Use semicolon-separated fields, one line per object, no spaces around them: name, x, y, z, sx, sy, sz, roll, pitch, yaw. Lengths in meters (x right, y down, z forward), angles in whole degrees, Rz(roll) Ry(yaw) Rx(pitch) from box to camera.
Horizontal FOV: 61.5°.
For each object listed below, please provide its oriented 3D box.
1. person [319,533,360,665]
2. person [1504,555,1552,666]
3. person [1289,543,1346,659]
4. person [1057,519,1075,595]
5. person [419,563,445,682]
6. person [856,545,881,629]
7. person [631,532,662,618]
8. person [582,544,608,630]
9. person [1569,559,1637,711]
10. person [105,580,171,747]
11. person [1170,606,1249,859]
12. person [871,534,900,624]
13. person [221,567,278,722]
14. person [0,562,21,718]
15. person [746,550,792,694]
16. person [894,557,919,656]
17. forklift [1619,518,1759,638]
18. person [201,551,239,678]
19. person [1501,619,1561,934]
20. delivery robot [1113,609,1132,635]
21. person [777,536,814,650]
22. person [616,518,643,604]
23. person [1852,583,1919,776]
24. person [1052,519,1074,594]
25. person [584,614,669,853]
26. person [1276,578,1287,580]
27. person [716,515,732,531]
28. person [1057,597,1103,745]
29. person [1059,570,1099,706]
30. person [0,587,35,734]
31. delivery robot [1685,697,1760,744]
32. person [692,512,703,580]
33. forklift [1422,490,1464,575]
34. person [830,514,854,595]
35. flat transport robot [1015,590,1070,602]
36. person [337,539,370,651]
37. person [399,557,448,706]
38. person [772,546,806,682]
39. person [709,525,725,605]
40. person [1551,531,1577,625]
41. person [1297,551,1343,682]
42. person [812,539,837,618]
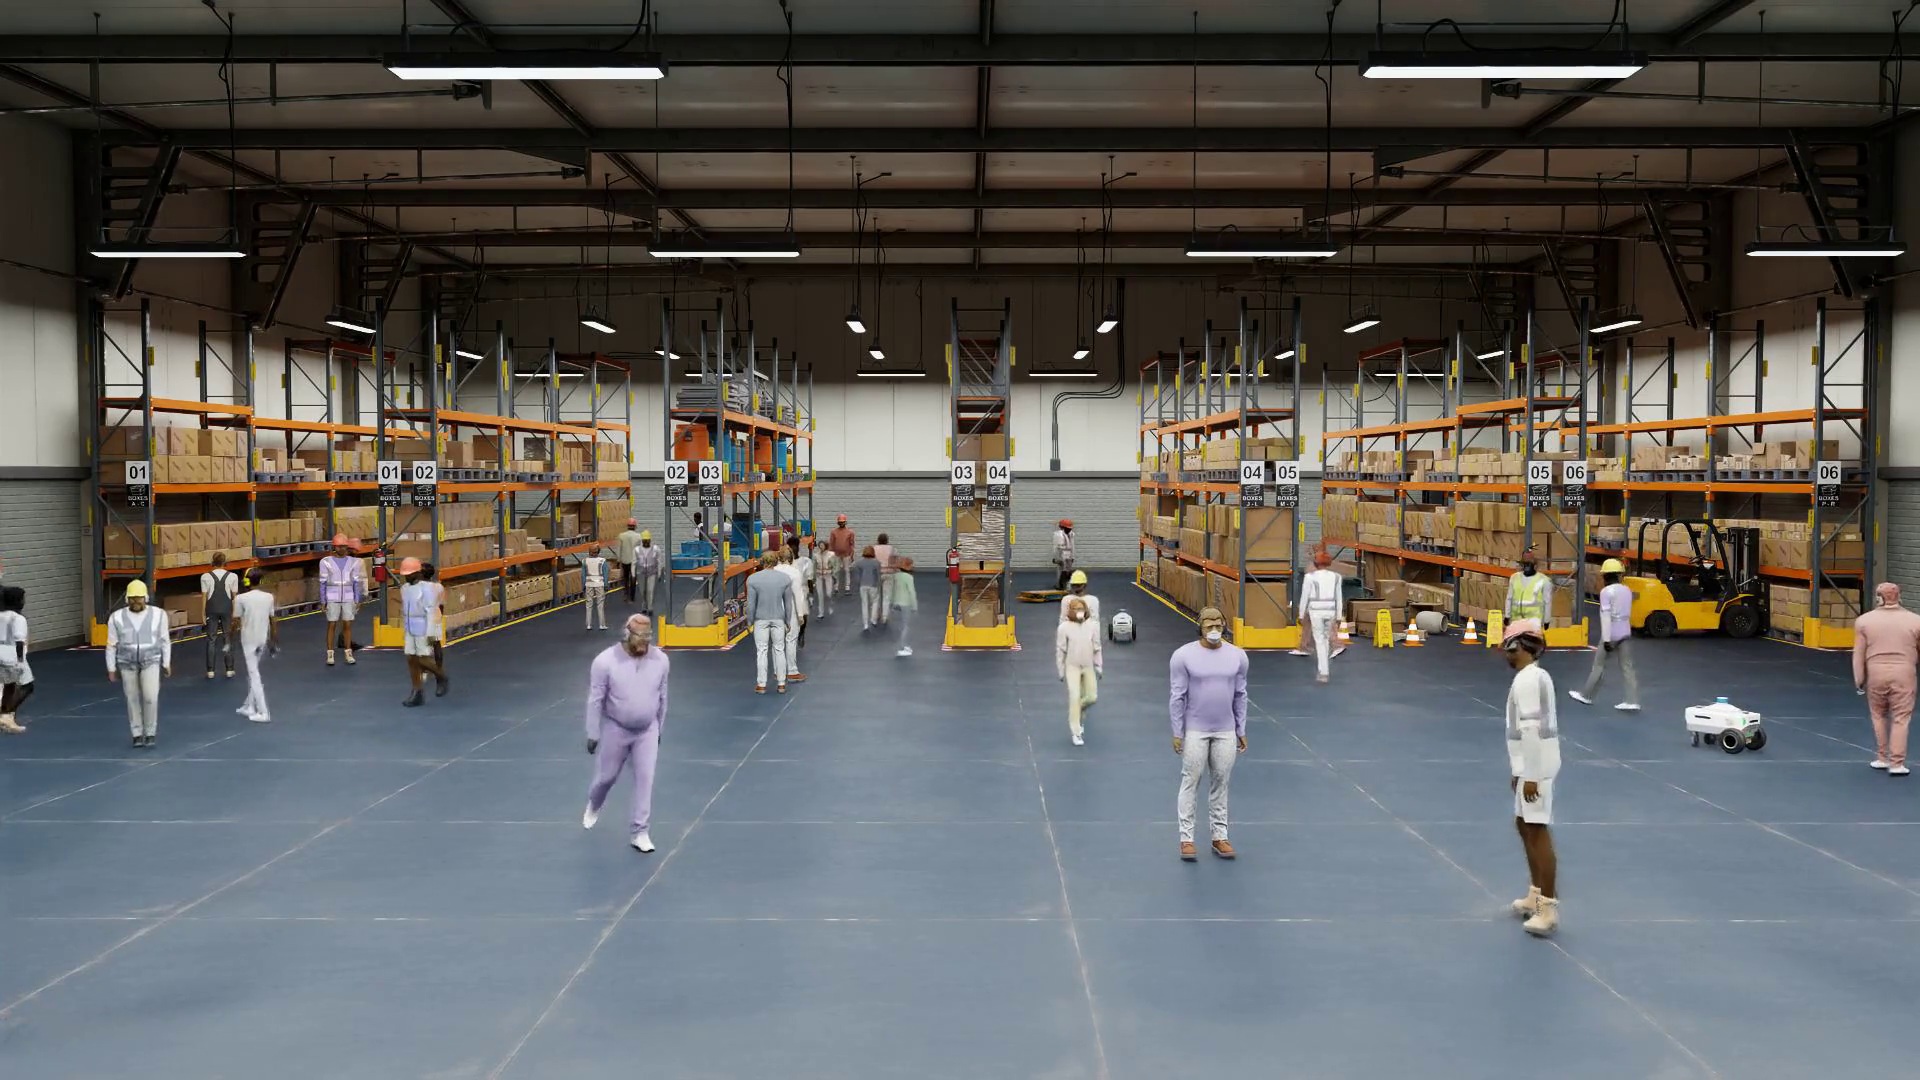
person;-9.665;0.919;25.184;0.608;2.048;0.365;-1;3;-33
person;8.280;1.107;23.476;0.898;1.808;0.623;-2;3;-44
person;5.813;0.975;26.149;0.972;1.867;0.650;1;3;31
person;2.554;0.443;38.959;0.466;1.900;0.609;1;3;26
person;-7.610;1.175;23.074;0.320;1.697;0.532;2;3;41
person;-1.749;0.902;30.992;0.502;1.617;0.493;0;2;5
person;-6.534;0.716;33.611;0.618;1.776;0.965;0;2;-8
person;-6.948;0.899;30.743;0.510;1.640;0.308;0;2;4
person;8.169;1.185;20.373;0.612;1.881;0.960;-1;3;-30
person;-8.849;1.343;17.379;0.627;1.808;0.703;-1;2;-23
person;1.930;1.477;12.465;0.629;1.940;0.376;0;2;-10
person;-1.528;0.767;32.269;0.636;1.786;0.995;0;2;3
person;-8.613;1.250;19.477;0.811;1.840;0.509;1;3;29
person;-11.687;1.182;19.529;0.625;1.970;0.820;-1;2;-15
person;-2.585;1.104;21.859;0.631;1.938;0.362;-1;2;-17
person;-0.843;1.080;26.450;0.501;1.615;0.521;-1;3;-31
forklift;13.417;0.684;29.791;2.313;2.155;1.214;0;2;0
person;-10.810;1.086;23.592;0.503;1.839;0.329;-1;3;-28
person;3.739;1.530;10.622;0.419;1.993;0.773;1;3;25
delivery robot;2.905;1.482;28.869;0.477;0.478;0.707;0;2;6
person;-2.723;0.906;26.639;0.626;1.951;0.485;0;2;-7
person;-7.552;0.475;37.195;0.659;1.972;0.706;0;2;0
person;9.229;1.368;15.934;0.741;1.880;0.542;2;3;34
person;2.569;0.410;40.072;0.577;1.882;0.339;-1;2;-22
person;-2.677;1.497;12.897;0.666;1.870;0.830;-1;3;-29
person;9.135;0.159;45.674;0.360;1.936;0.552;1;3;32
person;-6.850;0.144;46.909;0.507;1.870;0.329;0;2;-5
person;1.303;1.422;17.784;0.525;1.618;0.448;-1;2;-17
person;1.561;1.245;20.857;0.534;1.736;0.821;1;3;29
person;-10.775;1.371;18.373;0.536;1.685;0.359;1;3;31
delivery robot;8.204;1.938;17.392;0.477;0.478;0.707;-2;3;-36
person;-7.342;0.173;45.613;0.390;1.914;0.587;-1;2;-22
forklift;13.926;-0.371;47.846;1.873;2.768;1.129;0;2;0
person;-2.914;0.361;39.868;0.612;1.995;0.382;0;2;0
flat transport robot;2.001;1.304;38.036;0.652;0.197;1.431;2;3;42
person;-10.356;0.918;27.386;0.942;1.890;0.538;2;3;34
person;-6.924;1.162;20.743;0.578;1.909;0.625;1;3;29
person;-2.483;1.054;23.132;0.631;1.940;0.372;2;3;35
person;-5.520;0.570;36.758;0.589;1.822;0.403;-1;2;-16
person;11.577;0.772;30.883;0.602;1.898;1.040;0;2;-3
person;5.154;1.091;23.298;0.580;1.856;0.837;-1;2;-16
person;-2.822;0.798;33.416;0.537;1.625;0.374;0;2;10
